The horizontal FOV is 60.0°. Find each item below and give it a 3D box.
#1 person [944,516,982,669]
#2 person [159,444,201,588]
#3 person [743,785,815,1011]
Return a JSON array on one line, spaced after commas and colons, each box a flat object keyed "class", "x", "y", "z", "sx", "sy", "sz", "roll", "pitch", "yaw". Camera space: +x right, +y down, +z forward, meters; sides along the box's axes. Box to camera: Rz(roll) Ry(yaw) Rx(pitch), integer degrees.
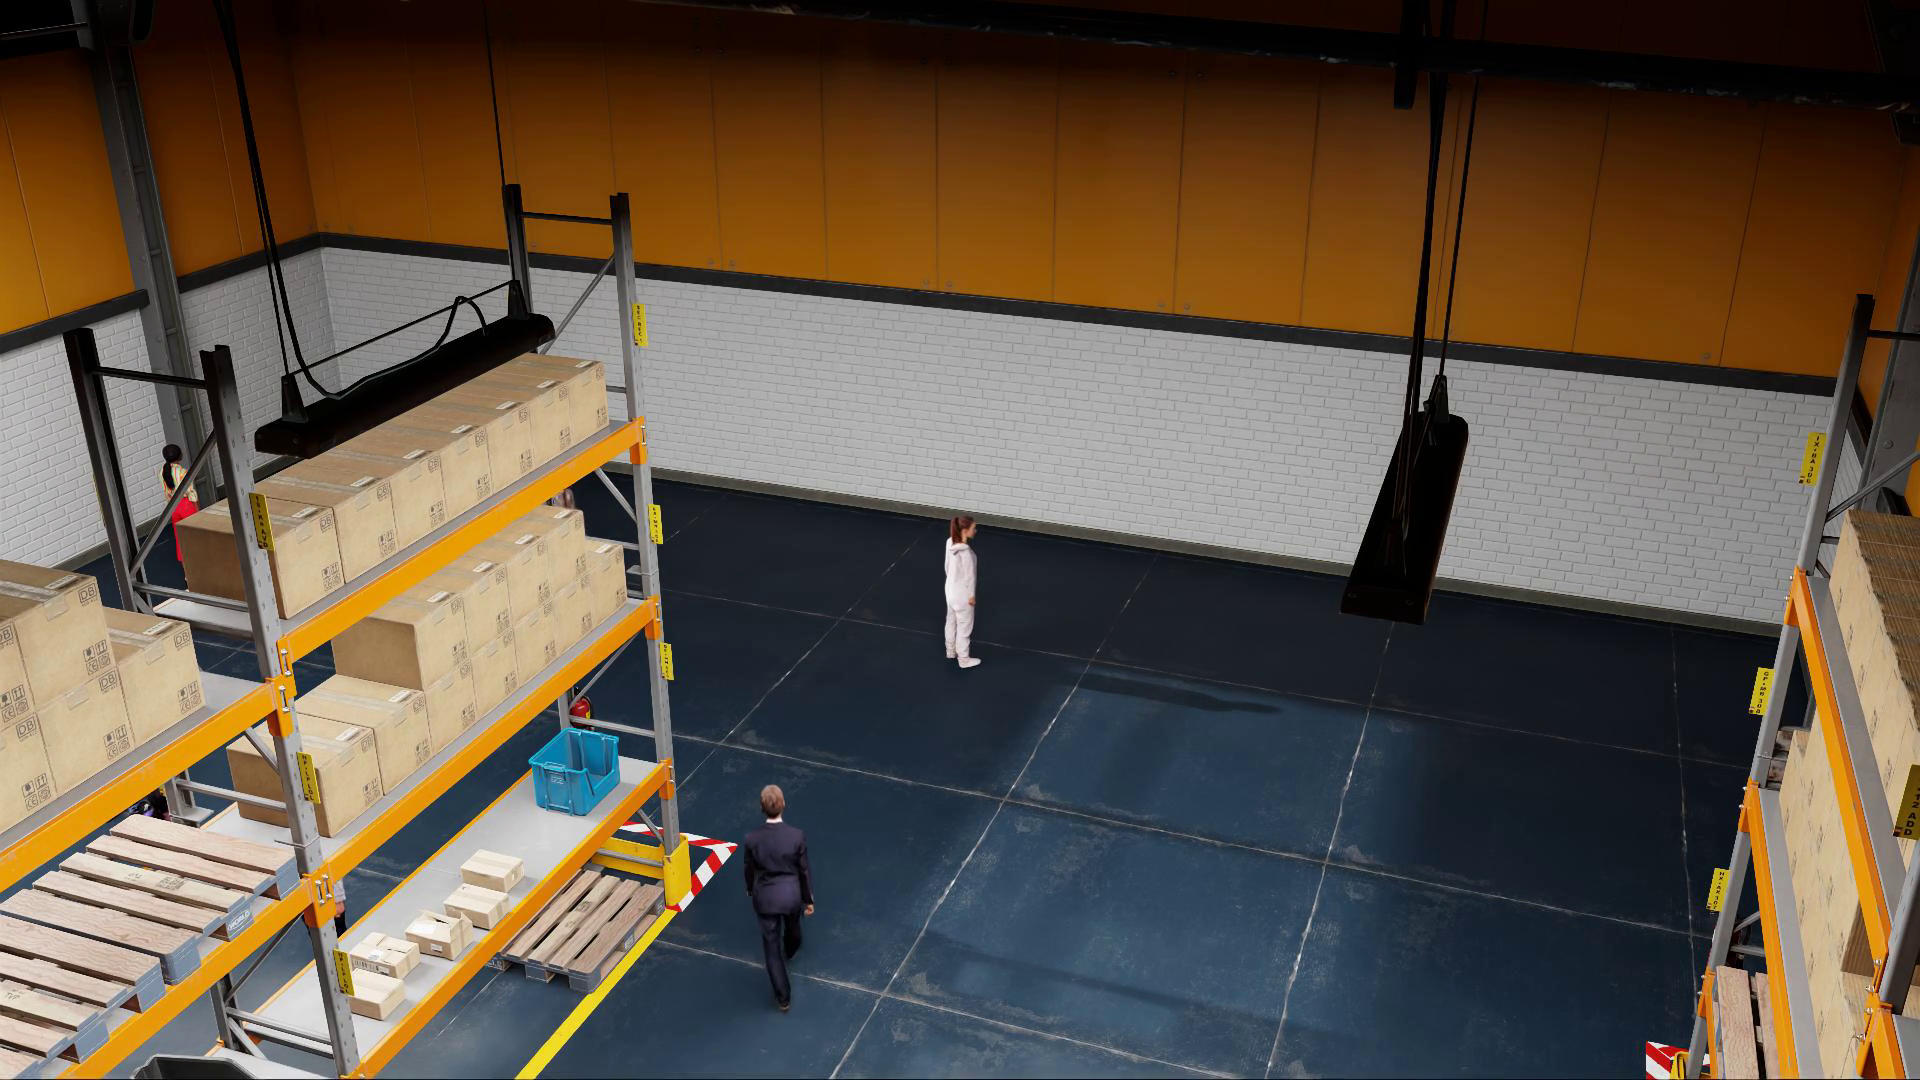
[{"class": "person", "x": -0.012, "y": 0.540, "z": 17.904, "sx": 0.763, "sy": 1.688, "sz": 0.721, "roll": -13, "pitch": 27, "yaw": -28}, {"class": "person", "x": -9.169, "y": -0.293, "z": 19.678, "sx": 0.614, "sy": 1.793, "sz": 0.557, "roll": 5, "pitch": 24, "yaw": 12}, {"class": "person", "x": -1.393, "y": 2.766, "z": 12.697, "sx": 1.023, "sy": 1.779, "sz": 1.201, "roll": -4, "pitch": 24, "yaw": -9}]
